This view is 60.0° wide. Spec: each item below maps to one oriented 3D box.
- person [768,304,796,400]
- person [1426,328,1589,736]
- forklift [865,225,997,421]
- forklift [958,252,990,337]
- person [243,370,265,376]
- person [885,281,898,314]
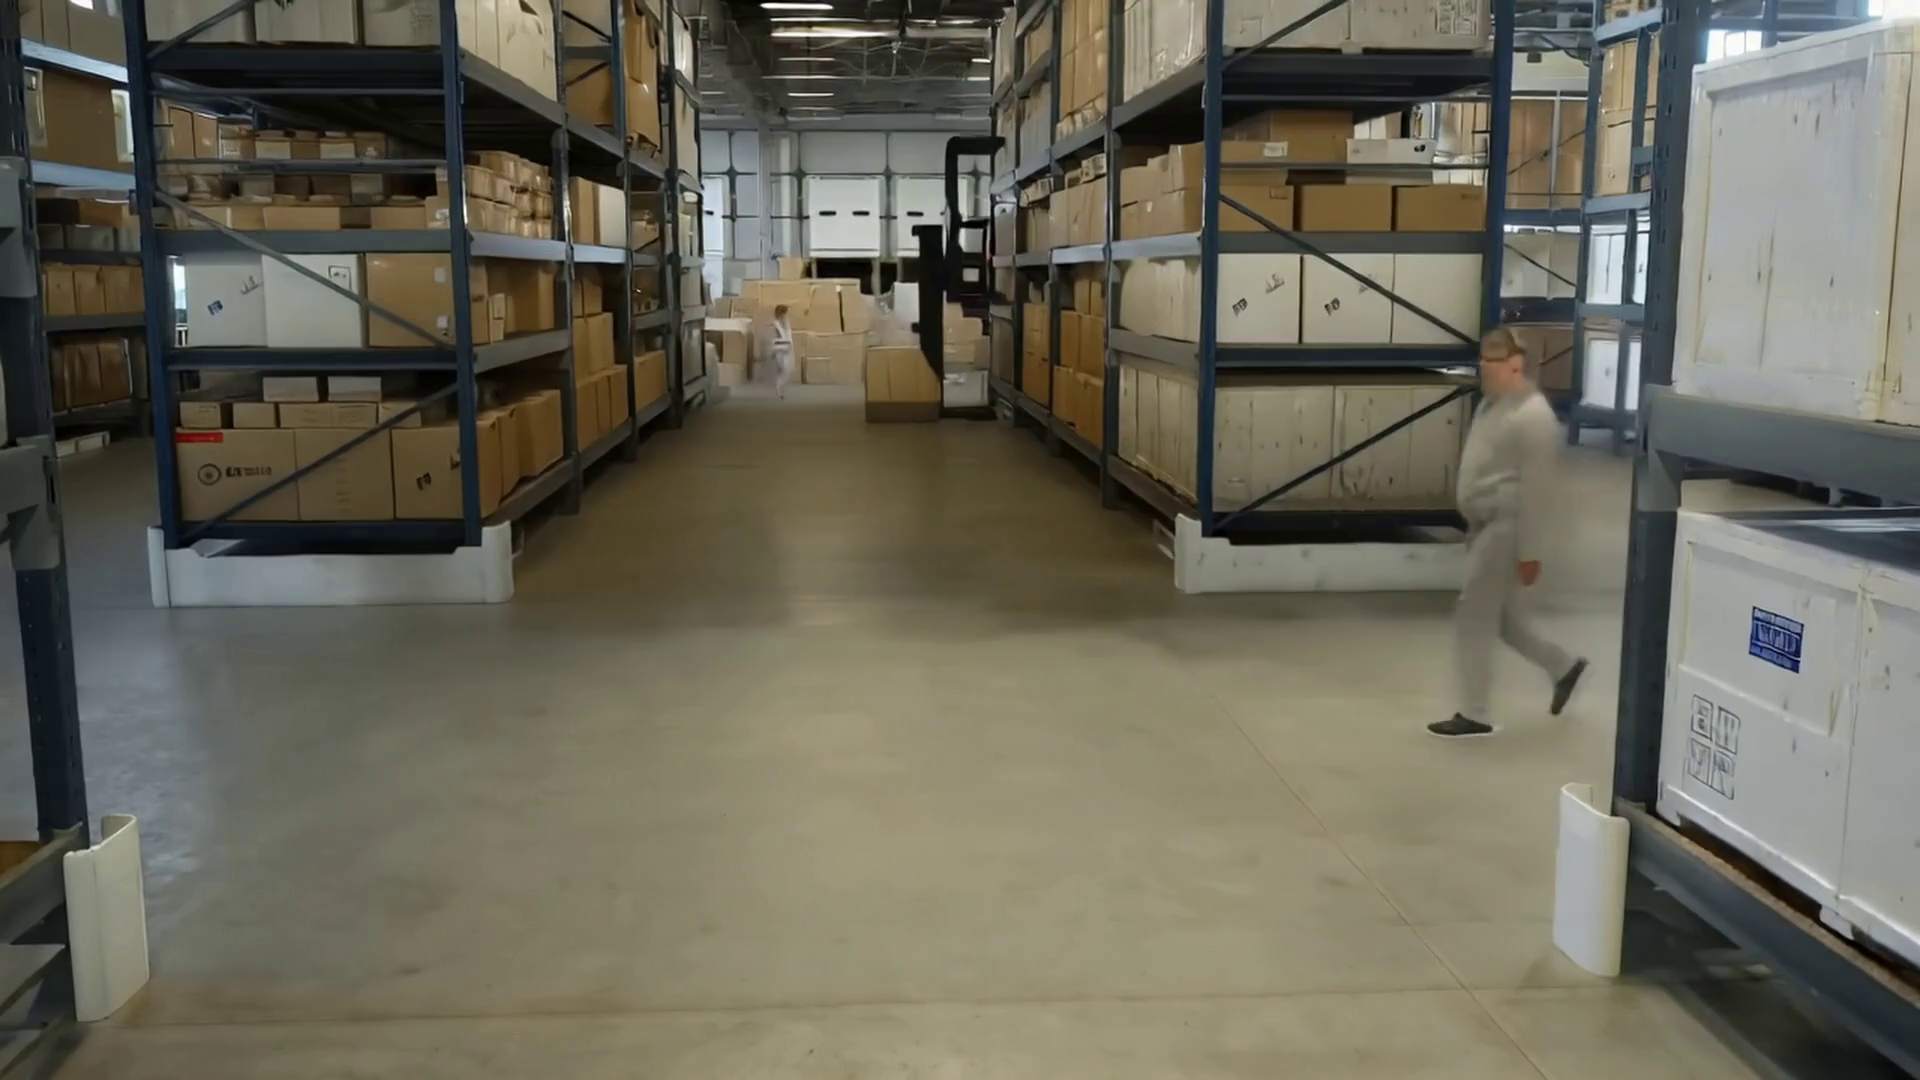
[{"bbox_3d":[-3.022,-3.182,28.212,0.542,1.623,0.375,-8,12,-43],"label":"person"},{"bbox_3d":[2.545,-0.029,7.622,0.685,1.887,0.652,1,9,4],"label":"person"},{"bbox_3d":[-0.448,-3.154,24.135,1.873,2.768,1.129,-1,9,-4],"label":"forklift"},{"bbox_3d":[0.345,-7.378,50.655,1.129,2.768,1.873,-2,9,-10],"label":"forklift"},{"bbox_3d":[-7.553,-1.685,18.281,0.623,1.812,0.852,0,9,0],"label":"person"},{"bbox_3d":[-2.027,-7.108,51.934,0.641,1.932,0.368,0,9,-1],"label":"person"}]
